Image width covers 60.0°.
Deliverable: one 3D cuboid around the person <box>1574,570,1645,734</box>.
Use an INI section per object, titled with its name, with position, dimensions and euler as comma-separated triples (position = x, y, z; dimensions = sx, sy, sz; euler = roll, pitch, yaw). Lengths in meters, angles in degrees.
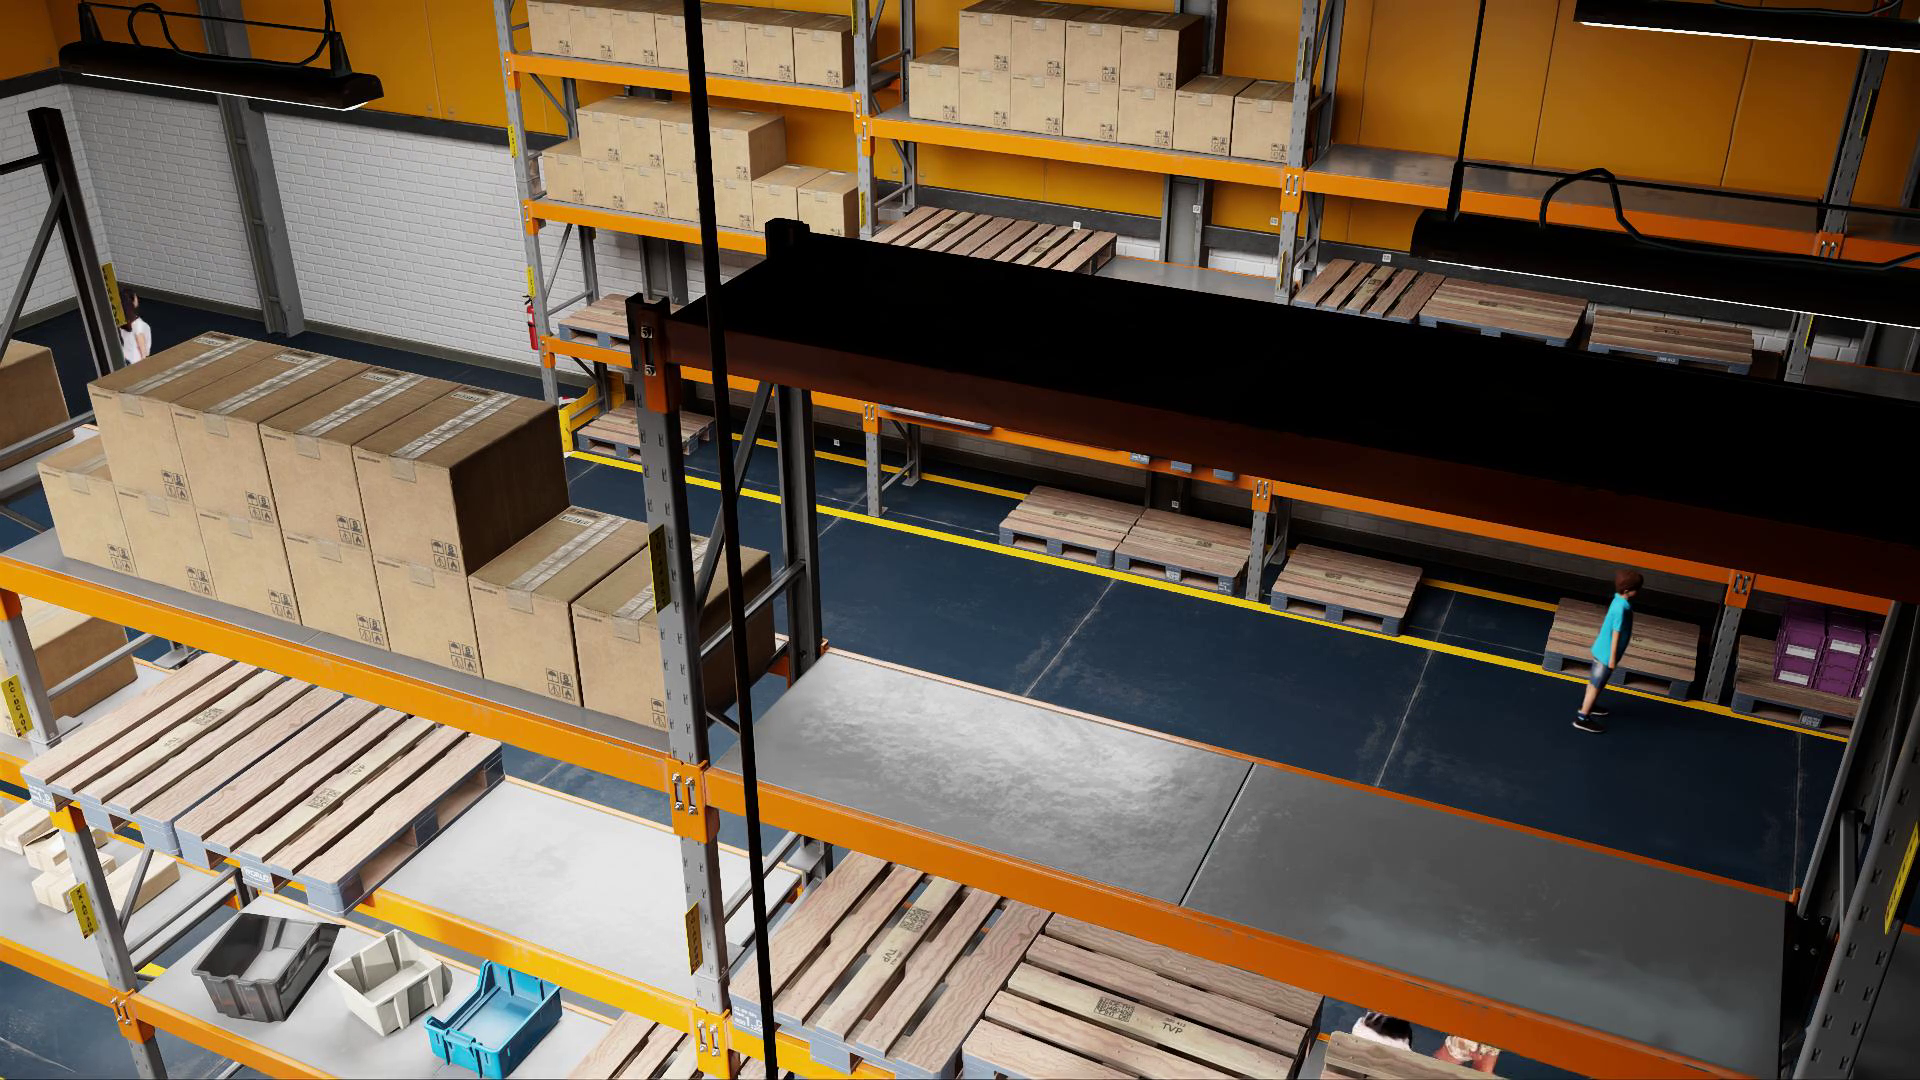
[person]
position = 5.259, 0.872, 13.506
dimensions = 0.499, 1.444, 0.525
euler = 12, 31, 20
